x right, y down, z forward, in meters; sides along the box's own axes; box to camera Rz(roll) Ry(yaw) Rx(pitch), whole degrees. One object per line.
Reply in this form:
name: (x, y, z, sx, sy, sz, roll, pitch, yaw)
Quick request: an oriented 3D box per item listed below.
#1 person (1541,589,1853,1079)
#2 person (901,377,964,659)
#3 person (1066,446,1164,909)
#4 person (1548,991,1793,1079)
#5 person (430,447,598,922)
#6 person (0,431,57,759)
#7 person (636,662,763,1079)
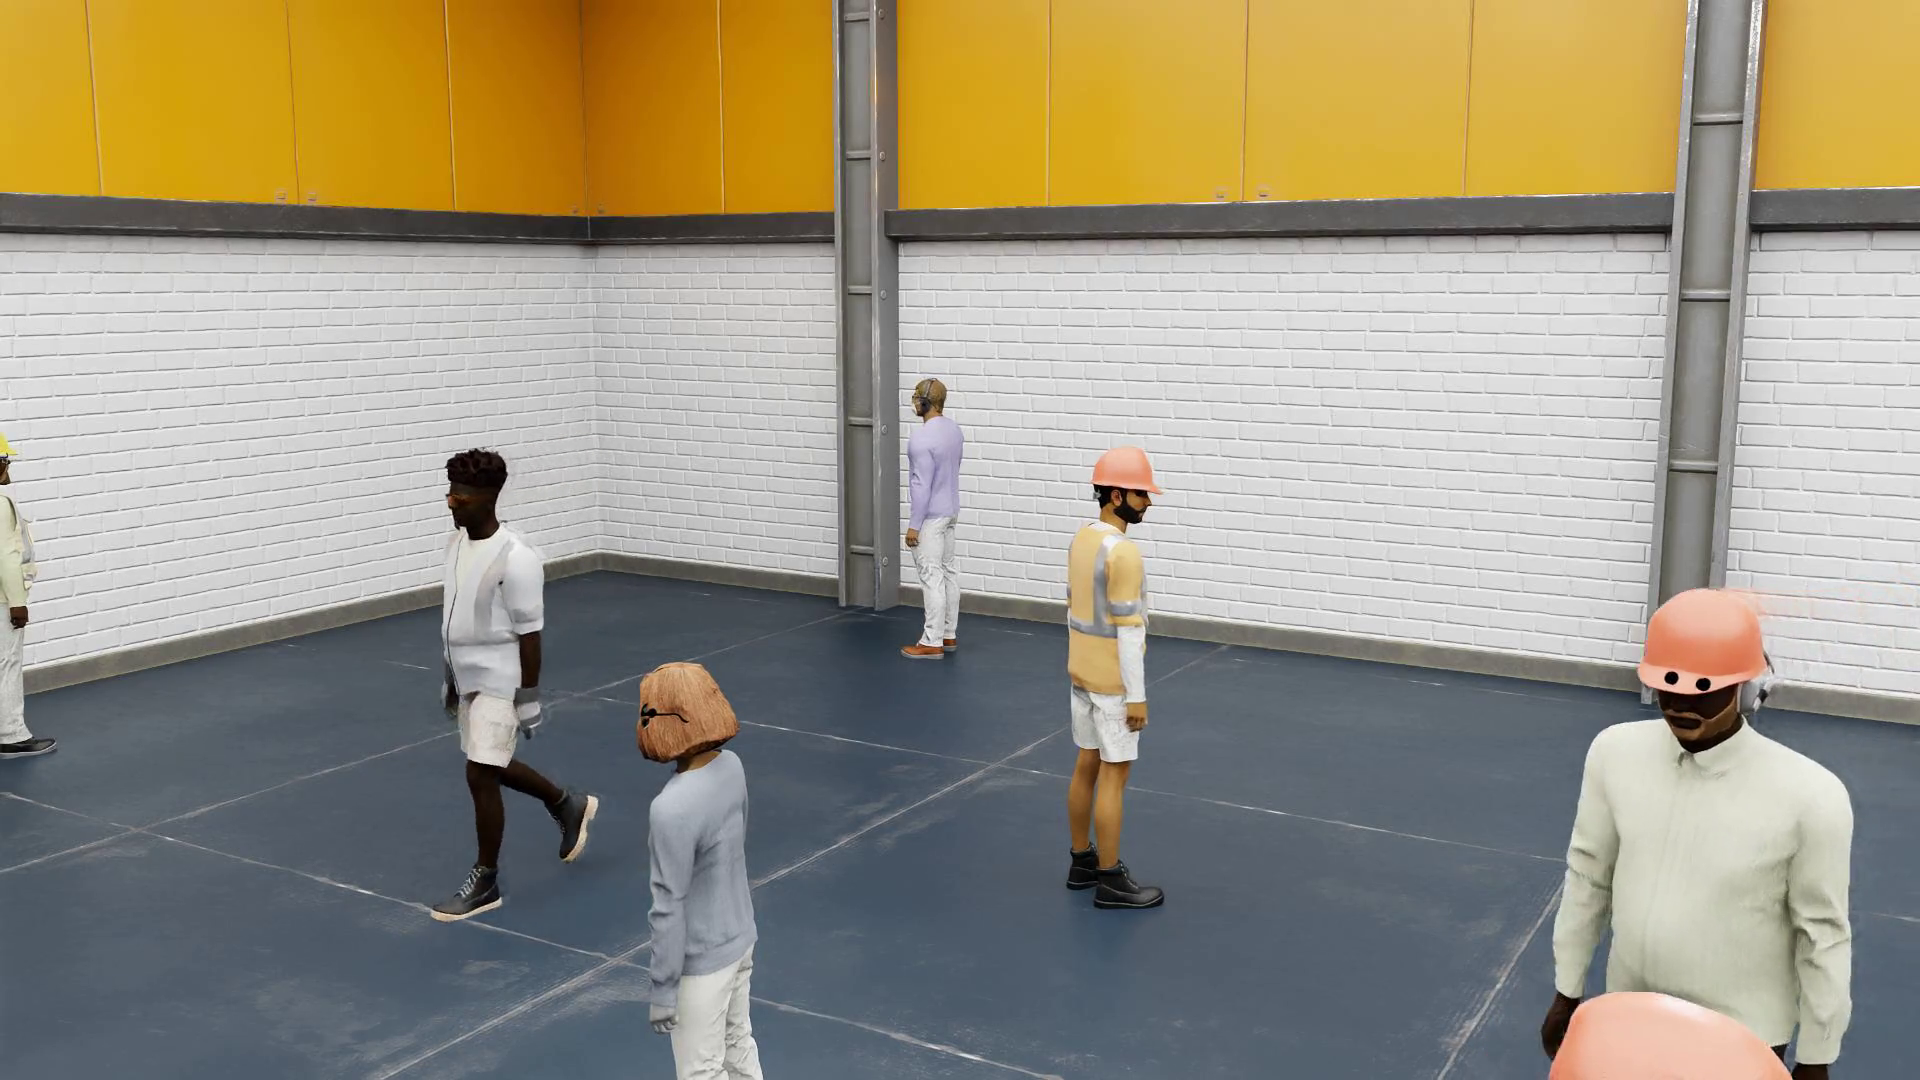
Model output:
person: (1.637, 1.069, 3.757, 0.467, 1.971, 0.611, -6, 11, -33)
person: (-0.193, -0.148, 11.468, 0.372, 1.940, 0.630, 4, 10, 23)
person: (0.645, 0.571, 6.991, 0.376, 1.933, 0.545, -3, 10, -19)
person: (0.870, 1.415, 1.794, 0.546, 1.915, 0.724, 8, 12, 43)
person: (-1.894, 0.564, 6.993, 0.789, 1.947, 0.604, -8, 12, -42)
person: (-5.281, 0.281, 9.116, 0.600, 1.832, 0.404, 6, 11, 35)
person: (-0.701, 1.129, 4.481, 0.288, 1.626, 0.497, 2, 9, 12)
